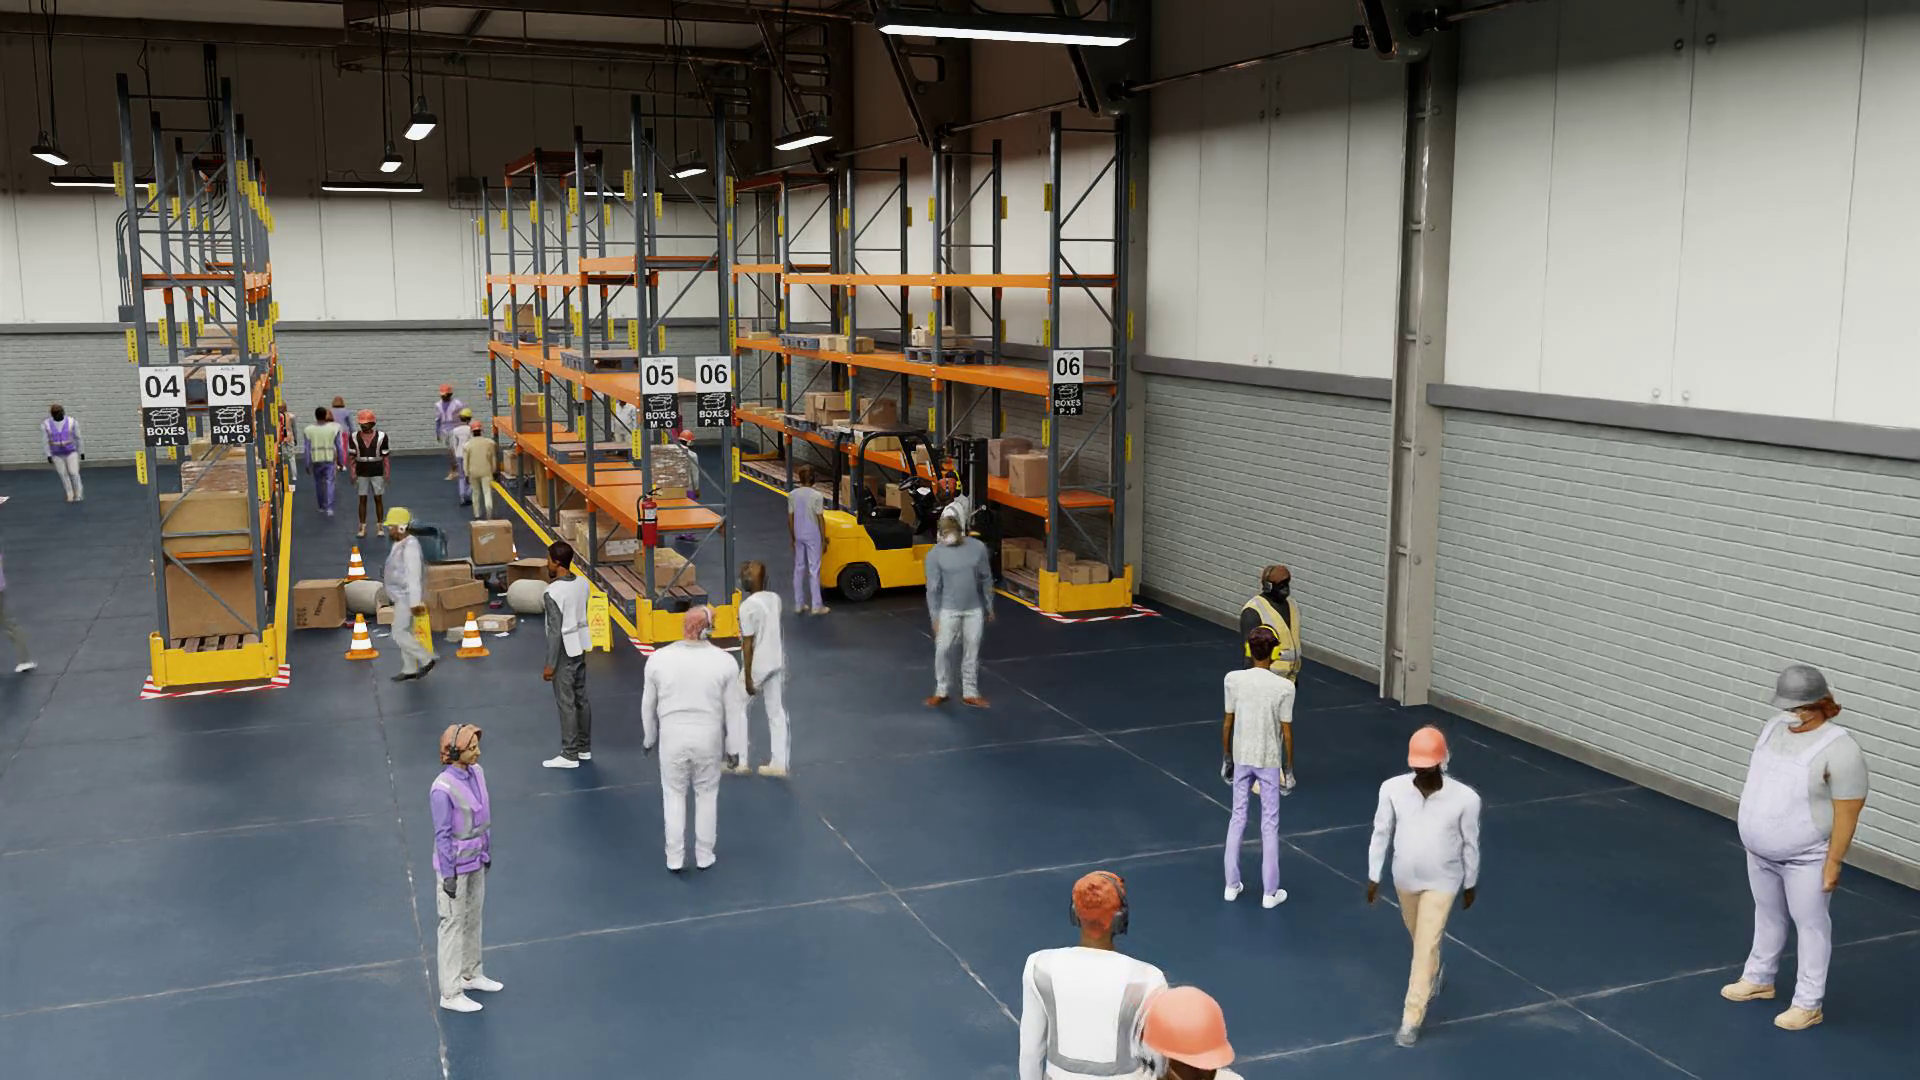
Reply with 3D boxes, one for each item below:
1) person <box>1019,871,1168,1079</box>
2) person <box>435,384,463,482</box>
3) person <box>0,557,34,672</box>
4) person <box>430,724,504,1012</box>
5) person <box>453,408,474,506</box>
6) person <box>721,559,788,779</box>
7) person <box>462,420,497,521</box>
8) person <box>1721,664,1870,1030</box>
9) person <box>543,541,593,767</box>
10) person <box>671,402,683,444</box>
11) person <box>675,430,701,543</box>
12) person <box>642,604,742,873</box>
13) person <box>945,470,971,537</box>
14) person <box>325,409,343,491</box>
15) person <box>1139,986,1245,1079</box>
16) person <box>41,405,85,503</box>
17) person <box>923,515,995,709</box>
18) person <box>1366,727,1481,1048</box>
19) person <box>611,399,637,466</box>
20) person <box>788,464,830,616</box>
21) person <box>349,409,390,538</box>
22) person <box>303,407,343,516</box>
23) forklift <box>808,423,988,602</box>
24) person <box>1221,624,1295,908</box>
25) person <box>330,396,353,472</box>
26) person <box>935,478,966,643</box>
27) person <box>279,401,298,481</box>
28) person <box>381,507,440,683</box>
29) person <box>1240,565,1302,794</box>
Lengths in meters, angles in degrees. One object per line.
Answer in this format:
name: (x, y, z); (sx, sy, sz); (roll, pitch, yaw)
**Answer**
person: (0.519, 2.187, 6.372); (0.584, 1.882, 0.337); (3, 9, 17)
person: (-10.286, -2.200, 33.742); (0.630, 1.986, 0.898); (3, 10, 19)
person: (-10.028, 0.501, 17.138); (0.923, 1.871, 0.656); (-1, 9, -4)
person: (-2.808, 1.834, 9.394); (0.312, 1.631, 0.516); (2, 9, 10)
person: (-8.843, -1.485, 29.854); (0.569, 1.752, 0.420); (3, 10, 21)
person: (-1.702, 1.049, 13.713); (0.721, 1.818, 0.536); (7, 11, 37)
person: (-8.039, -1.152, 27.876); (0.555, 1.729, 0.696); (-3, 10, -21)
person: (4.573, 1.662, 9.189); (0.536, 2.000, 0.673); (-3, 9, -16)
person: (-3.305, 0.959, 13.996); (0.392, 1.920, 0.592); (2, 9, 15)
person: (-6.630, -2.871, 38.591); (0.329, 1.765, 0.526); (5, 10, 26)
person: (-4.237, -0.838, 25.854); (0.565, 1.744, 0.355); (7, 12, 39)
person: (-1.860, 1.375, 11.488); (0.696, 1.898, 0.397); (-1, 9, -7)
person: (-0.034, 0.094, 19.641); (0.328, 1.861, 0.506); (-4, 10, -25)
person: (-12.040, -1.695, 31.722); (0.511, 1.593, 0.839); (-5, 11, -31)
person: (0.681, 2.325, 5.194); (0.648, 1.980, 0.434); (-5, 10, -29)
person: (-16.296, -1.556, 30.219); (0.657, 1.809, 0.709); (-3, 10, -19)
person: (-0.005, 0.689, 15.785); (0.699, 1.897, 0.359); (-3, 10, -20)
person: (2.575, 1.831, 9.212); (0.565, 1.698, 0.945); (5, 11, 31)
person: (-7.106, -2.312, 35.100); (0.572, 1.750, 0.330); (0, 9, 3)
person: (-1.848, 0.000, 20.258); (0.505, 1.847, 0.344); (5, 10, 27)
person: (-9.301, -1.043, 26.216); (0.608, 2.039, 0.395); (-2, 9, -12)
person: (-10.996, -1.361, 28.757); (0.609, 1.876, 0.997); (-3, 10, -20)
forklift: (-0.830, -0.399, 21.676); (2.313, 2.155, 1.214); (-4, 10, -21)
person: (1.957, 1.477, 10.941); (0.506, 1.861, 0.329); (5, 10, 30)
person: (-13.119, -2.243, 35.186); (0.513, 1.588, 0.879); (-3, 10, -18)
person: (-0.099, 0.227, 18.748); (0.350, 1.877, 0.577); (2, 9, 10)
person: (-13.589, -1.986, 33.441); (0.515, 1.633, 0.317); (-5, 10, -30)
person: (-5.610, 0.563, 16.810); (0.411, 1.814, 0.597); (-4, 10, -24)
person: (2.509, 1.103, 13.329); (0.633, 1.842, 0.429); (-8, 12, -42)
